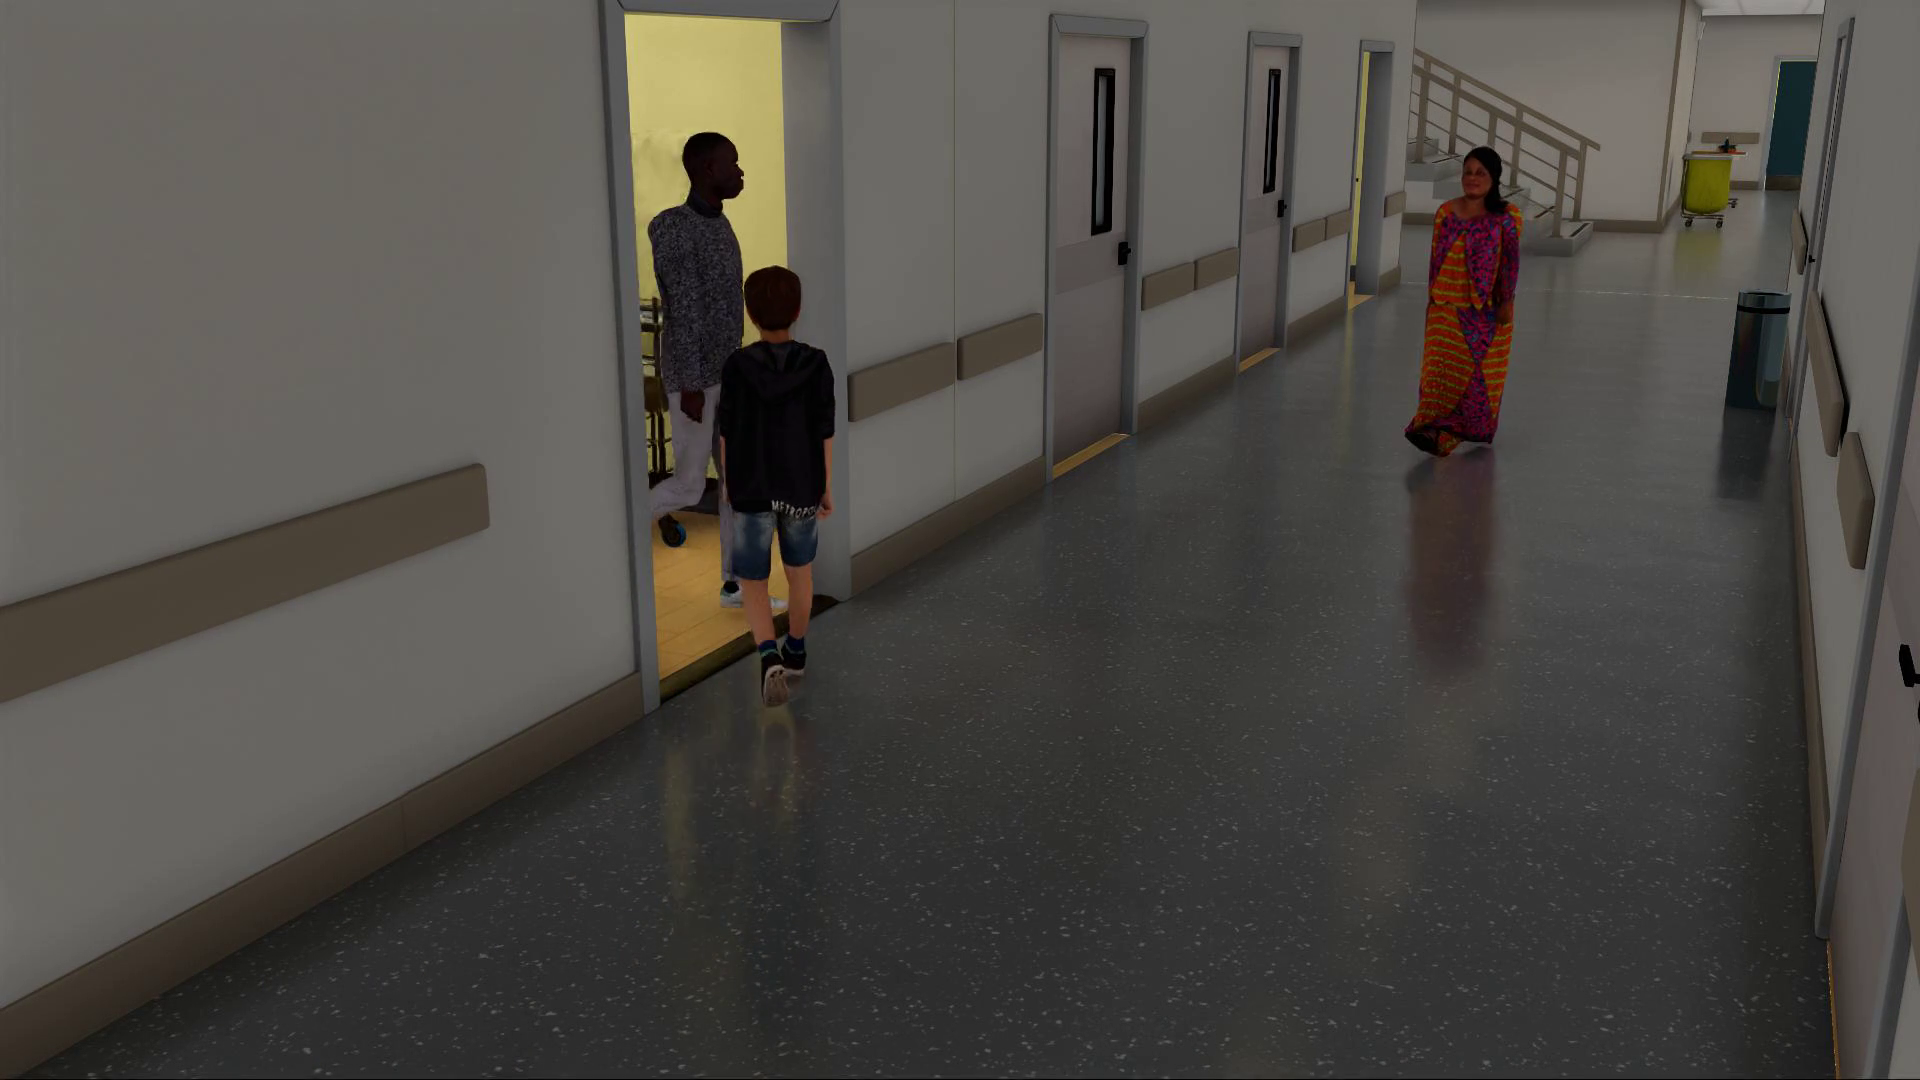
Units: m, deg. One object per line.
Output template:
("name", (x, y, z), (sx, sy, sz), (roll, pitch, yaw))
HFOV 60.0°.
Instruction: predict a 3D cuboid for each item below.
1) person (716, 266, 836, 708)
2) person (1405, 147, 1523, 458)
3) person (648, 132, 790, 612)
("person", (-0.609, -0.155, 5.443), (0.905, 1.427, 0.913), (-3, 16, -12))
("person", (2.846, -1.332, 9.168), (1.054, 1.673, 0.822), (10, 18, 31))
("person", (-1.059, -0.603, 6.341), (1.053, 1.802, 0.699), (7, 17, 23))
